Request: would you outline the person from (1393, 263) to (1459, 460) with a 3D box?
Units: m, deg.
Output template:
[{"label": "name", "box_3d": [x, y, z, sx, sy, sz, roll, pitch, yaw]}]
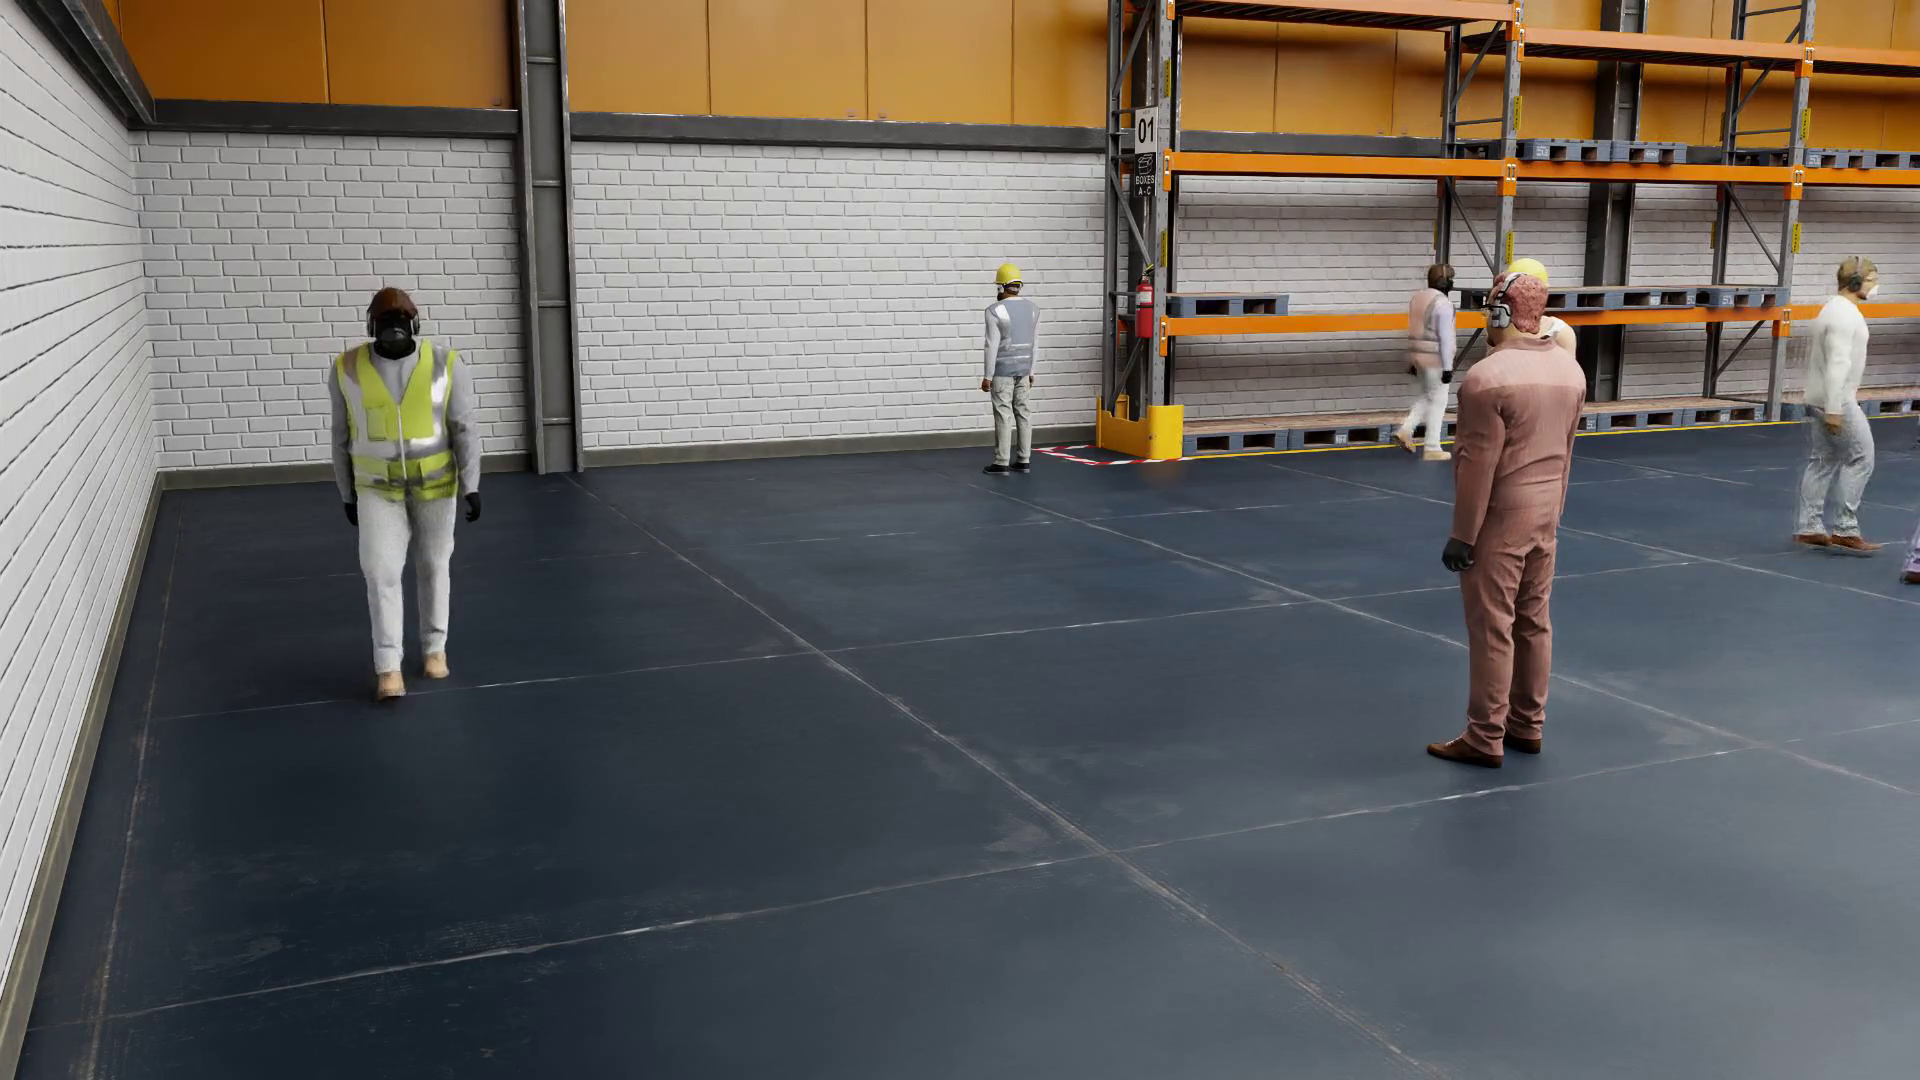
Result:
[{"label": "person", "box_3d": [4.374, -1.644, 15.410, 0.450, 1.827, 0.650, -3, 11, -14]}]

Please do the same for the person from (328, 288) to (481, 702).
[{"label": "person", "box_3d": [-2.472, -0.205, 7.449, 0.642, 1.811, 0.848, -3, 11, -17]}]

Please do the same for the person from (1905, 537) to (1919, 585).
[{"label": "person", "box_3d": [6.065, -0.628, 9.722, 0.951, 1.837, 0.658, 0, 10, -1]}]

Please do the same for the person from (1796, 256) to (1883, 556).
[{"label": "person", "box_3d": [5.794, -0.858, 10.746, 0.619, 1.925, 0.662, 4, 11, 22]}]

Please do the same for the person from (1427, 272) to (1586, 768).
[{"label": "person", "box_3d": [2.103, -0.075, 6.452, 0.641, 1.908, 0.407, -8, 13, -37]}]

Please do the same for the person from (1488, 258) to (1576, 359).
[{"label": "person", "box_3d": [3.241, -0.650, 9.596, 0.388, 1.926, 0.590, -7, 12, -33]}]

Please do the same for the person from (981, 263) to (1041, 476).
[{"label": "person", "box_3d": [0.421, -1.476, 14.463, 0.589, 1.833, 0.404, -8, 13, -39]}]
